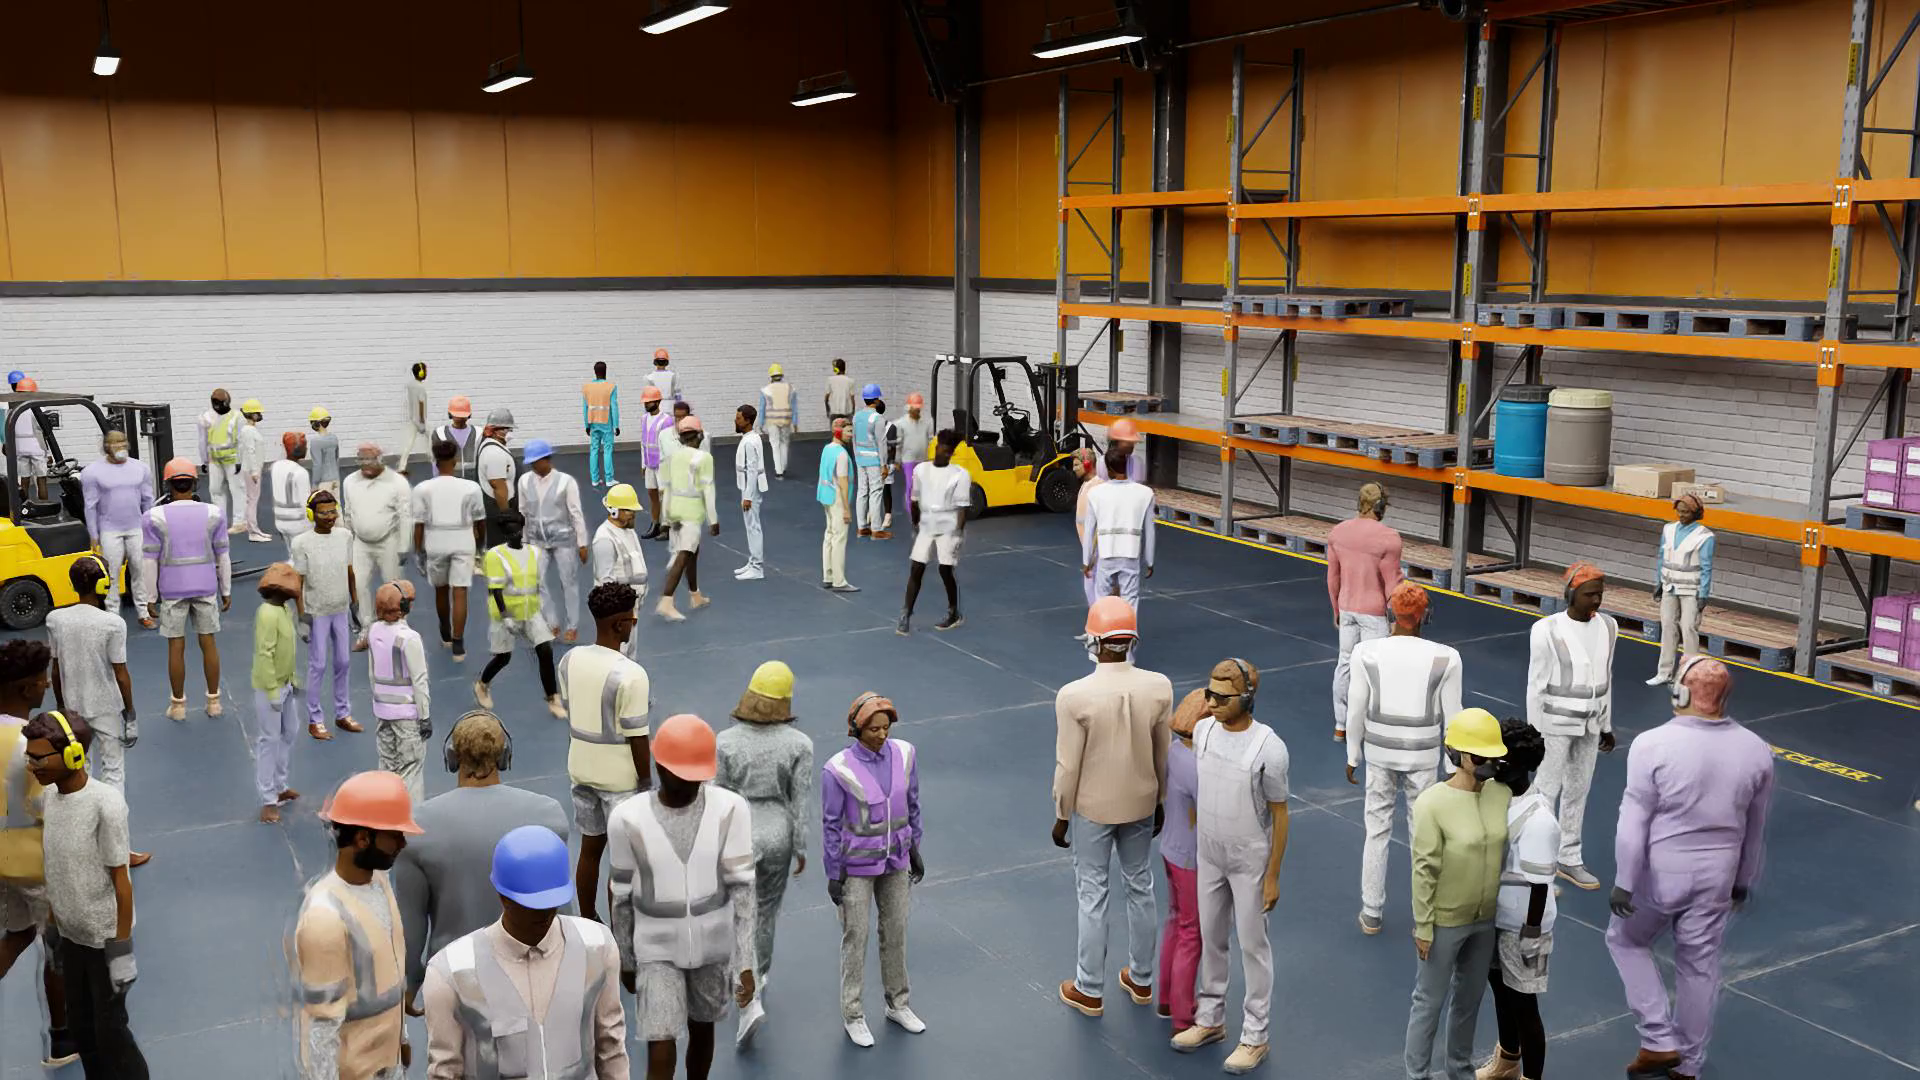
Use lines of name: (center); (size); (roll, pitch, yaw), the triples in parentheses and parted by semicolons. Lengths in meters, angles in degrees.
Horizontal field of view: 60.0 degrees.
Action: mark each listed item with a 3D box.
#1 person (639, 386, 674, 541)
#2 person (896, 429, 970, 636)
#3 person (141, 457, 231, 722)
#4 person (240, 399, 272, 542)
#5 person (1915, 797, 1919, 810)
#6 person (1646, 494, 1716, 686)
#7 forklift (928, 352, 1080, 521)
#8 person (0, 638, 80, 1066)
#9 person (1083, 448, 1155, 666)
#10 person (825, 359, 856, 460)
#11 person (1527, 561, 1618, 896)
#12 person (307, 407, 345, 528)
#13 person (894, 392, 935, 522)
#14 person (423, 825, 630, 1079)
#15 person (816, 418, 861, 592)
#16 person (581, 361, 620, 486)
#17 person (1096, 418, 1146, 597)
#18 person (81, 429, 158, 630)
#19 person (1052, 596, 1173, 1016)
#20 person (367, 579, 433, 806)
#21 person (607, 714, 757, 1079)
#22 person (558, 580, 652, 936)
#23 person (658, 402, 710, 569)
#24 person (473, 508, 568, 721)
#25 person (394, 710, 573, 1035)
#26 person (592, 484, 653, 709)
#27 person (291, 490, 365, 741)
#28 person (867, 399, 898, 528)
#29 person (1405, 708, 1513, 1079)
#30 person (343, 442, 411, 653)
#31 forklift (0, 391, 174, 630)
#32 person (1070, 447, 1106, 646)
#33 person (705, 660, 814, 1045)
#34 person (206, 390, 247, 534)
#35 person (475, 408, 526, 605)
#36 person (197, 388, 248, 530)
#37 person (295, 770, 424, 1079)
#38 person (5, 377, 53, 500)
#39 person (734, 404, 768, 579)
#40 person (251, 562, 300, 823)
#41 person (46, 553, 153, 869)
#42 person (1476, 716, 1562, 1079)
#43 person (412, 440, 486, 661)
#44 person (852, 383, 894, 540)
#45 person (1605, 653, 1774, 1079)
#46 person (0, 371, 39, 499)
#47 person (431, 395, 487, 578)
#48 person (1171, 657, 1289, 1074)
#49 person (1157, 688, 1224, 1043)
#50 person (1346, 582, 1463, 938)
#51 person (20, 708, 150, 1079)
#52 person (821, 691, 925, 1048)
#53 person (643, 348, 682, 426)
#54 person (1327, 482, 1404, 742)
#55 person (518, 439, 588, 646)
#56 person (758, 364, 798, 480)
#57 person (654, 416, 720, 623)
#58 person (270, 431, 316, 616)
person: (-3.783, -0.951, 20.657); (0.543, 1.931, 0.387); (8, 13, 39)
person: (-0.264, -0.072, 15.598); (0.663, 1.923, 0.713); (5, 11, 25)
person: (-5.914, 0.376, 12.736); (0.613, 2.033, 0.412); (-7, 12, -34)
person: (-8.732, -0.862, 20.613); (0.318, 1.769, 0.522); (-3, 10, -18)
person: (6.371, 0.940, 10.164); (0.650, 1.790, 0.984); (-6, 12, -32)
person: (5.902, 0.428, 13.578); (0.332, 1.631, 0.516); (-4, 11, -23)
forklift: (0.460, -1.461, 22.833); (2.313, 2.155, 1.214); (-5, 11, -28)
person: (-4.083, 1.386, 7.151); (0.633, 1.945, 0.645); (3, 10, 18)
person: (1.370, 0.160, 14.358); (0.613, 1.903, 0.423); (0, 10, 1)
person: (-1.976, -2.086, 27.511); (0.494, 1.833, 0.743); (-2, 10, -13)
person: (3.410, 1.045, 9.292); (0.584, 1.883, 0.337); (-4, 11, -22)
person: (-7.497, -0.686, 19.604); (0.318, 1.767, 0.534); (2, 10, 9)
person: (-0.622, -1.117, 22.163); (0.573, 1.728, 0.578); (-5, 11, -25)
person: (-1.270, 1.773, 4.961); (0.604, 1.939, 0.414); (-6, 12, -31)
person: (-1.306, -0.369, 17.560); (0.389, 1.841, 0.564); (-4, 11, -23)
person: (-5.497, -1.776, 25.471); (0.587, 1.911, 0.397); (3, 10, 17)
person: (1.487, -0.176, 15.943); (0.618, 2.029, 0.654); (-7, 12, -34)
person: (-7.887, -0.083, 15.668); (0.630, 1.933, 0.379); (-9, 14, -43)
person: (0.711, 1.245, 7.830); (0.608, 1.995, 0.377); (-4, 11, -22)
person: (-3.348, 1.047, 9.977); (0.519, 1.645, 0.307); (8, 12, 37)
person: (-1.026, 1.580, 6.260); (0.537, 1.875, 0.968); (-3, 10, -16)
person: (-1.759, 1.170, 8.384); (0.598, 1.958, 0.370); (7, 12, 37)
person: (-3.123, -0.603, 18.746); (0.620, 1.888, 0.817); (0, 10, 3)
person: (-3.420, 0.557, 12.803); (0.808, 1.643, 0.523); (9, 13, 40)
person: (-1.745, 1.575, 6.136); (0.635, 1.929, 0.381); (-4, 11, -23)
person: (-2.605, 0.467, 12.817); (0.403, 1.819, 0.601); (1, 10, 6)
person: (-4.658, 0.547, 12.276); (0.331, 1.855, 0.517); (7, 12, 36)
person: (-1.061, -0.998, 21.600); (0.536, 1.694, 0.322); (5, 11, 25)
person: (2.052, 1.541, 6.785); (0.523, 1.769, 0.310); (-6, 11, -29)
person: (-5.267, 0.065, 14.957); (0.655, 1.879, 0.698); (0, 10, 3)
forklift: (-9.026, -0.363, 16.508); (1.214, 2.155, 2.313); (6, 11, 29)
person: (1.218, 0.062, 15.151); (0.445, 1.824, 0.575); (0, 10, -1)
person: (-0.926, 1.413, 7.699); (0.522, 1.701, 0.795); (-2, 10, -11)
person: (-9.336, -0.990, 21.189); (0.660, 1.833, 0.446); (3, 10, 15)
person: (-4.571, -0.320, 16.705); (0.535, 2.000, 0.684); (-4, 11, -23)
person: (-9.412, -1.024, 21.333); (0.620, 1.845, 0.430); (-5, 11, -26)
person: (-2.048, 1.699, 5.480); (0.669, 1.905, 0.601); (0, 10, 1)
person: (-12.199, -1.165, 21.866); (0.547, 1.938, 0.359); (0, 10, 0)
person: (-2.302, -0.532, 18.268); (0.390, 1.922, 0.591); (-2, 10, -9)
person: (-4.356, 0.956, 10.613); (0.301, 1.614, 0.631); (-1, 10, -7)
person: (-4.984, 1.007, 9.599); (0.512, 1.861, 0.325); (1, 10, 8)
person: (2.289, 1.557, 6.917); (0.320, 1.695, 0.534); (-1, 10, -5)
person: (-4.531, 0.068, 14.824); (0.610, 1.919, 0.920); (-2, 10, -10)
person: (-1.100, -0.973, 20.720); (0.377, 1.950, 0.612); (-8, 13, -39)
person: (3.084, 1.416, 7.125); (0.683, 1.891, 0.431); (-1, 10, -7)
person: (-13.030, -1.383, 23.136); (0.414, 1.940, 0.601); (7, 12, 36)
person: (-5.452, -0.580, 18.228); (0.605, 2.033, 0.401); (-5, 11, -25)
person: (1.198, 1.411, 7.302); (0.336, 1.844, 0.508); (-9, 13, -41)
person: (1.063, 1.472, 7.595); (0.284, 1.627, 0.508); (-2, 10, -9)
person: (2.315, 1.148, 8.702); (0.584, 1.883, 0.337); (3, 10, 17)
person: (-3.382, 1.556, 6.458); (0.525, 1.854, 0.333); (6, 11, 31)
person: (-0.396, 1.477, 7.539); (0.520, 1.630, 0.325); (-8, 12, -38)
person: (-4.741, -2.032, 26.548); (0.605, 2.045, 0.379); (-3, 10, -16)
person: (2.940, 0.542, 12.053); (0.370, 1.934, 0.627); (-8, 13, -38)
person: (-3.690, 0.031, 15.057); (0.716, 1.901, 0.631); (2, 10, 13)
person: (-2.900, -1.874, 26.279); (0.607, 1.809, 0.733); (-4, 11, -21)
person: (-2.758, -0.214, 16.339); (0.651, 1.978, 0.960); (8, 13, 38)
person: (-6.391, -0.130, 16.091); (0.619, 1.875, 0.510); (8, 13, 38)
